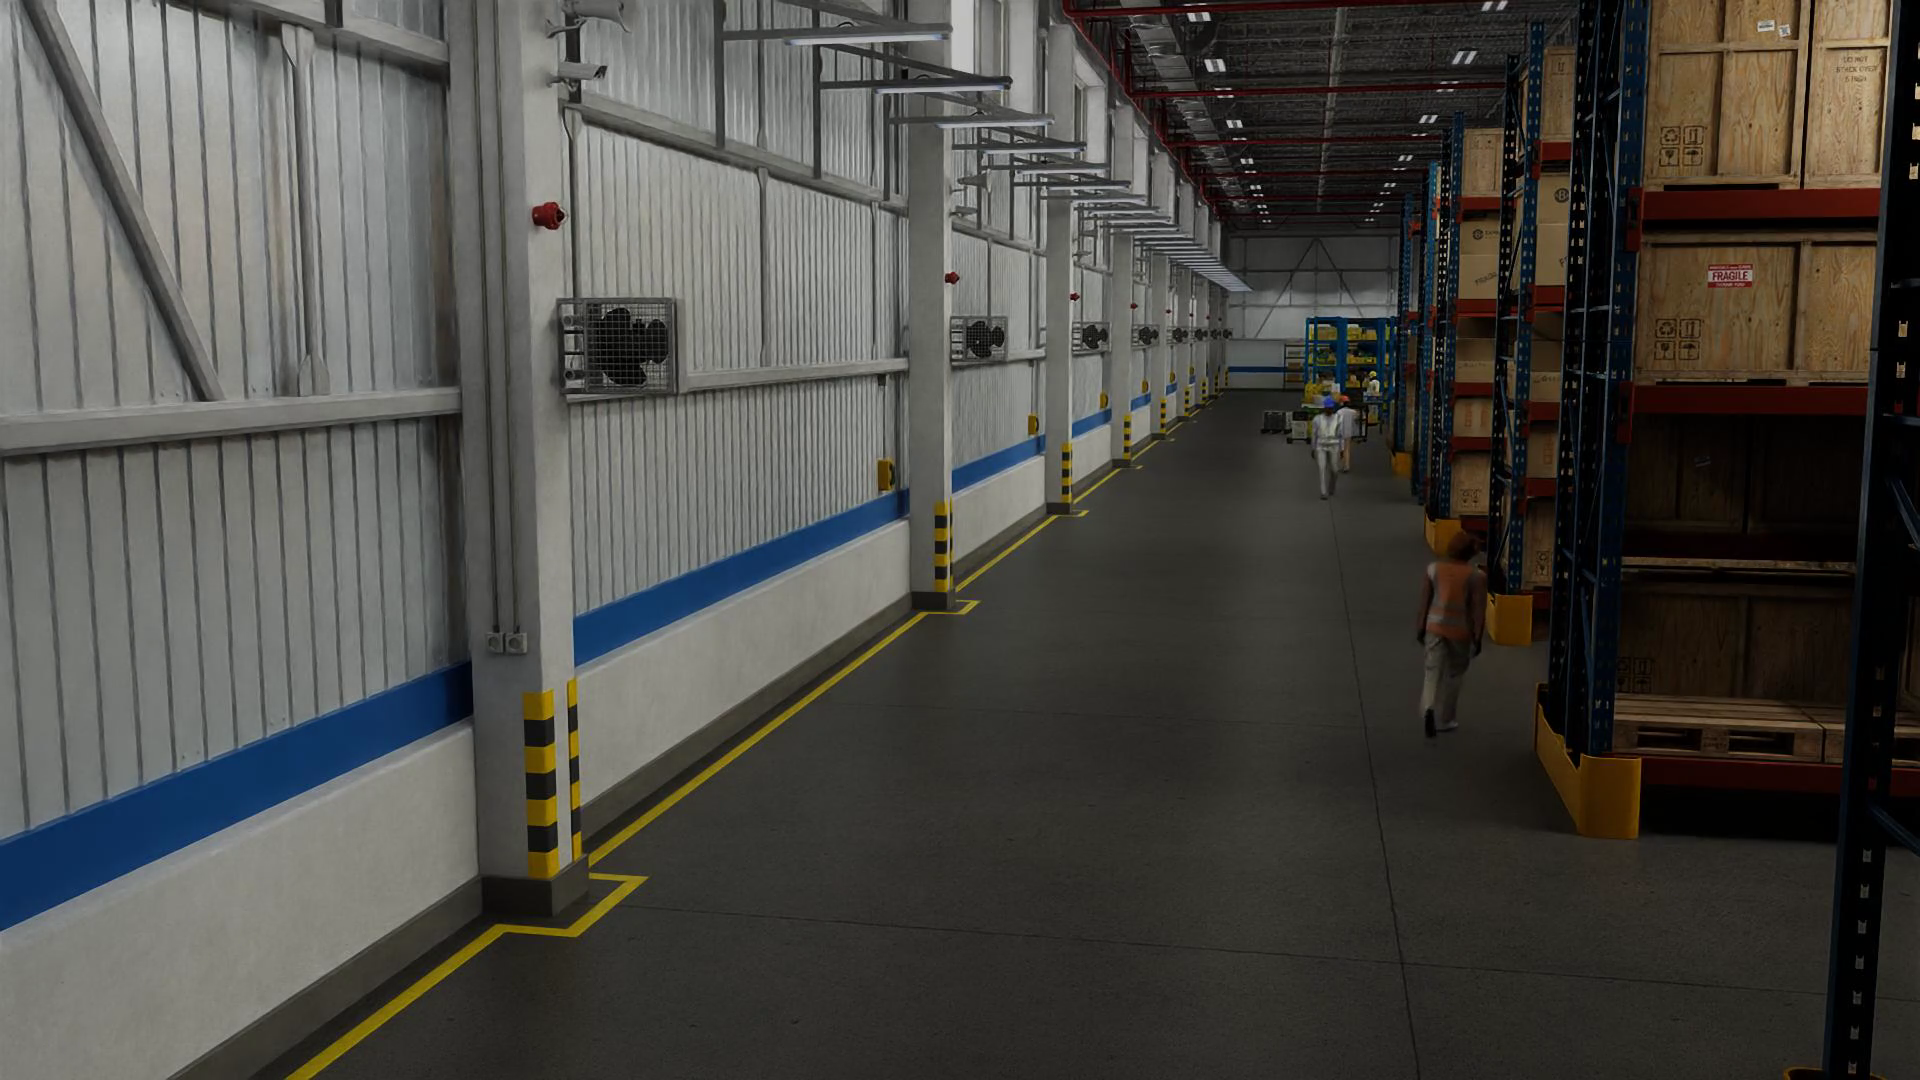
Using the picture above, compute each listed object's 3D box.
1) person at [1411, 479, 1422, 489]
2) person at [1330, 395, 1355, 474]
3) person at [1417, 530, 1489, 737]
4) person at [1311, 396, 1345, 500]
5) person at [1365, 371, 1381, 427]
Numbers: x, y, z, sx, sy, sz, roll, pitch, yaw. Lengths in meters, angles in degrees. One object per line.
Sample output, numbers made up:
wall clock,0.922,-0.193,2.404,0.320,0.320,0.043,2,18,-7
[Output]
person,9.286,-1.894,32.291,1.036,1.949,0.644,1,7,6
person,8.382,-2.312,36.450,0.598,1.737,0.477,-4,8,-29
person,3.727,0.719,12.665,0.534,1.605,0.651,5,8,33
person,6.793,-1.694,30.732,0.627,1.934,0.436,1,7,10
person,13.572,-4.641,54.708,0.403,1.833,0.586,7,10,43
